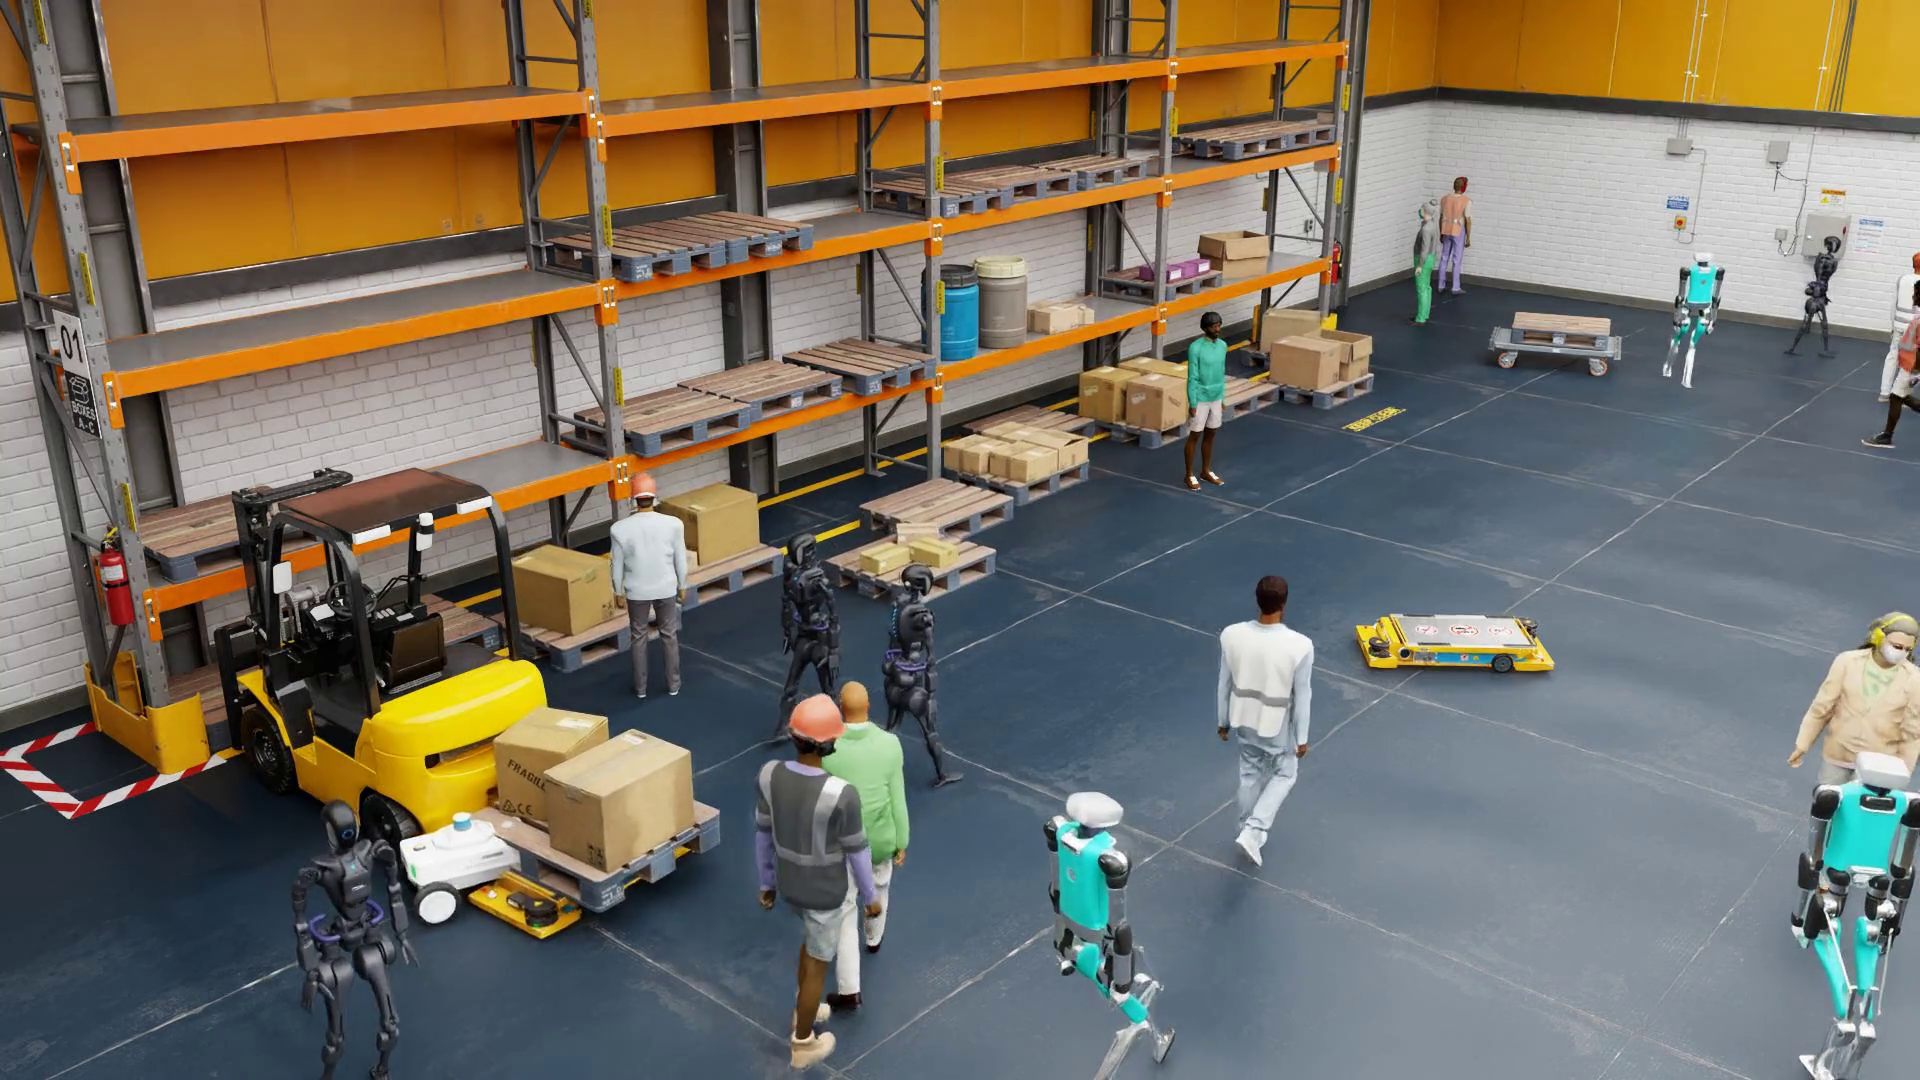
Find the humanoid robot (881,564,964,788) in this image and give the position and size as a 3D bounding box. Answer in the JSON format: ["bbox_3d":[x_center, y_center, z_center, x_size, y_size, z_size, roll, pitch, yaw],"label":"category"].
[{"bbox_3d":[-0.353,0.938,11.064,0.754,1.644,0.610,-11,23,-28],"label":"humanoid robot"}]

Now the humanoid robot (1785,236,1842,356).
[{"bbox_3d":[11.629,-3.274,22.426,0.714,1.626,0.610,15,25,36],"label":"humanoid robot"}]

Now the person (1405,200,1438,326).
[{"bbox_3d":[6.761,-4.048,24.250,0.326,1.839,0.525,11,23,27],"label":"person"}]

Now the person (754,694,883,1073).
[{"bbox_3d":[-0.702,1.716,8.384,0.616,2.017,0.641,15,25,35],"label":"person"}]

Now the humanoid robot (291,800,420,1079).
[{"bbox_3d":[-2.977,2.000,8.130,0.379,1.641,0.583,18,27,40],"label":"humanoid robot"}]

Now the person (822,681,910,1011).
[{"bbox_3d":[-0.560,1.640,9.004,0.579,1.741,0.878,-2,20,-5],"label":"person"}]

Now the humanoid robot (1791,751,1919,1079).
[{"bbox_3d":[4.390,2.006,8.113,0.551,1.872,0.724,3,20,7],"label":"humanoid robot"}]

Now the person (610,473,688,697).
[{"bbox_3d":[-2.329,0.341,12.499,0.570,1.743,0.351,-5,21,-13],"label":"person"}]

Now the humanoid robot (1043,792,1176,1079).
[{"bbox_3d":[0.864,1.968,8.148,0.914,1.801,0.543,-14,25,-34],"label":"humanoid robot"}]

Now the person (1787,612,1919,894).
[{"bbox_3d":[5.283,1.270,9.817,0.632,1.855,0.608,16,26,37],"label":"person"}]

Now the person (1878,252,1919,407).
[{"bbox_3d":[11.503,-2.552,20.136,0.356,1.884,0.574,-5,21,-15],"label":"person"}]

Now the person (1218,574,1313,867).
[{"bbox_3d":[1.835,1.123,10.143,0.600,1.899,0.514,14,24,32],"label":"person"}]

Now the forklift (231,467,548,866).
[{"bbox_3d":[-3.730,0.710,10.856,2.313,2.155,1.214,17,26,38],"label":"forklift"}]

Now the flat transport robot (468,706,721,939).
[{"bbox_3d":[-2.233,1.964,10.230,0.659,0.231,1.431,14,25,34],"label":"flat transport robot"}]

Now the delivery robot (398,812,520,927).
[{"bbox_3d":[-2.976,1.929,9.940,0.804,0.614,0.499,-10,23,-26],"label":"delivery robot"}]

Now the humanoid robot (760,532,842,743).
[{"bbox_3d":[-1.059,0.711,11.628,0.608,1.636,0.656,18,27,40],"label":"humanoid robot"}]

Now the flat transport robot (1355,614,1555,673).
[{"bbox_3d":[3.948,0.824,13.318,1.431,0.231,0.659,1,20,3],"label":"flat transport robot"}]

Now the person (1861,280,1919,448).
[{"bbox_3d":[10.597,-1.935,18.378,0.766,1.942,0.610,10,23,26],"label":"person"}]

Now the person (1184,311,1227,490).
[{"bbox_3d":[2.535,-1.455,17.212,0.491,1.850,0.397,-13,24,-32],"label":"person"}]

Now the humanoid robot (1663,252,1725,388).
[{"bbox_3d":[9.251,-2.818,21.145,0.546,1.819,0.894,2,20,7],"label":"humanoid robot"}]

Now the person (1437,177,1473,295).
[{"bbox_3d":[7.815,-4.812,26.312,0.390,1.845,0.563,-17,26,-38],"label":"person"}]
